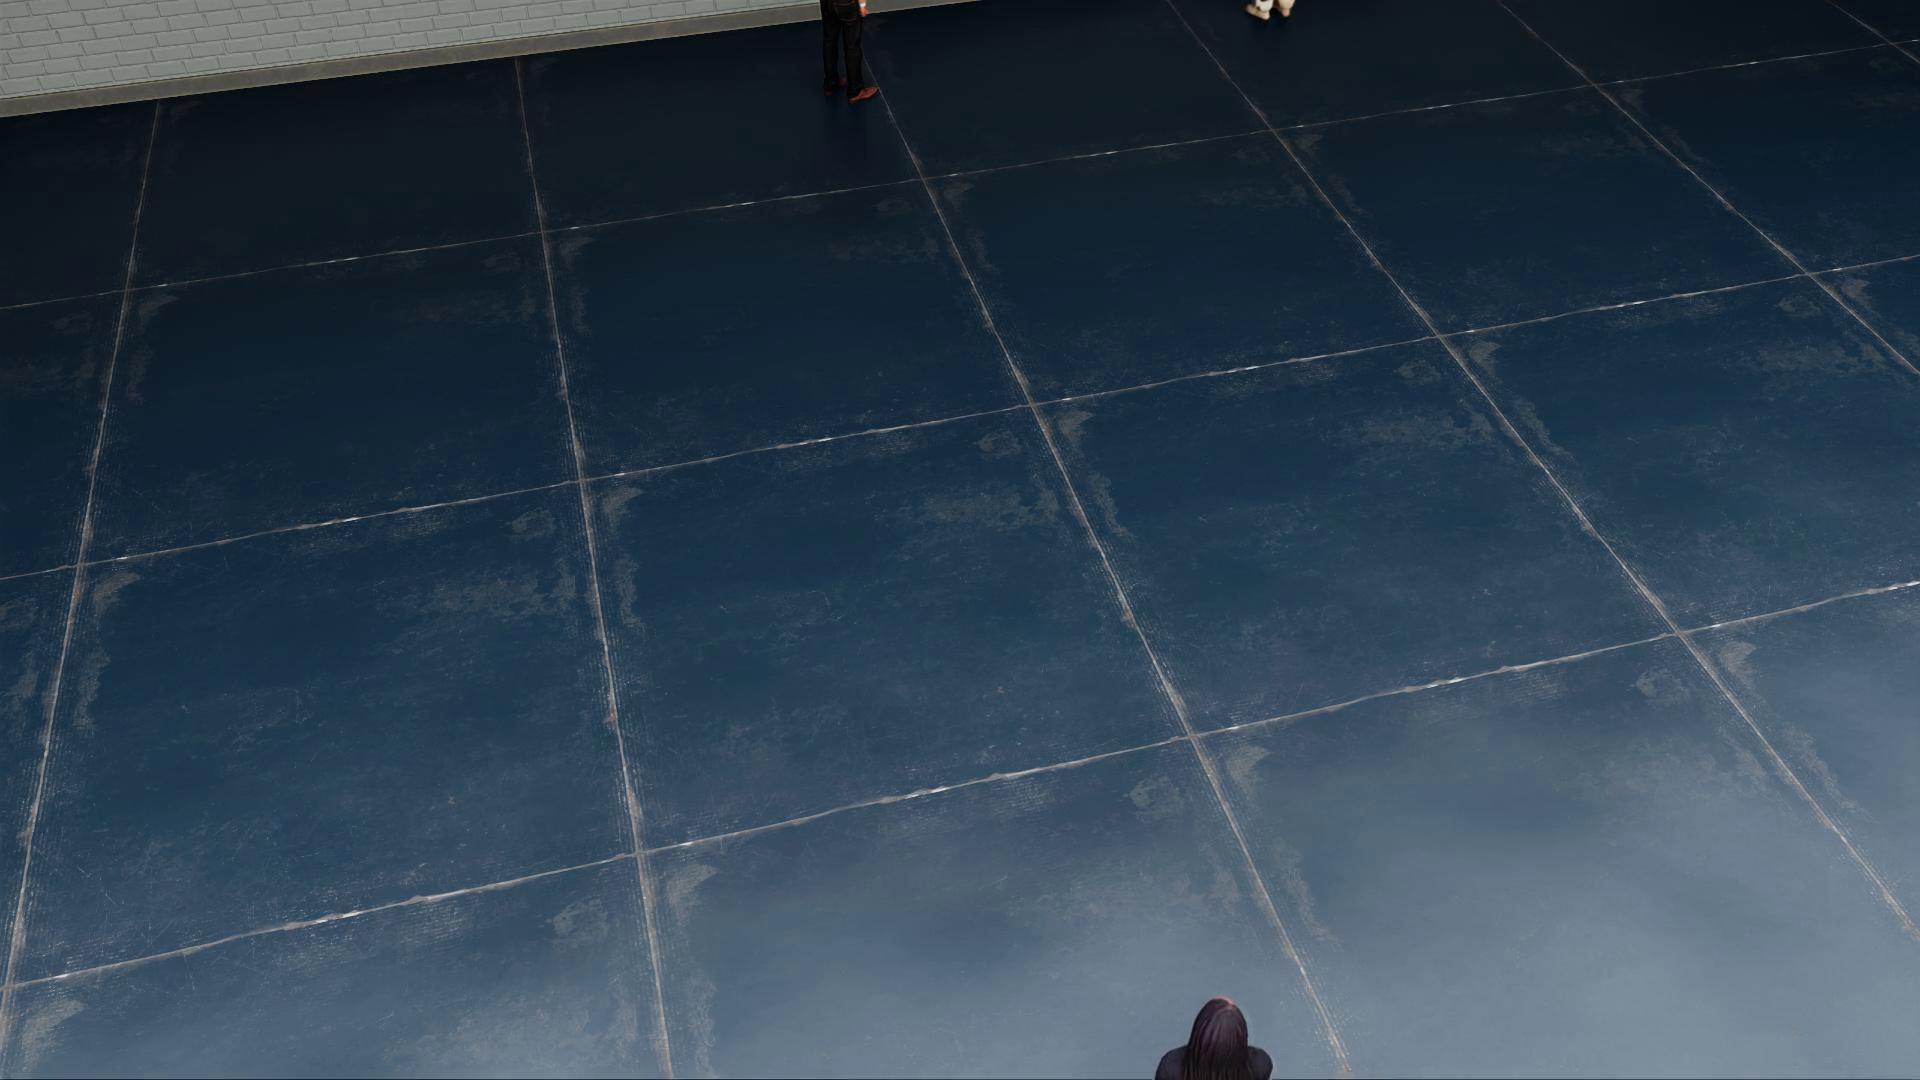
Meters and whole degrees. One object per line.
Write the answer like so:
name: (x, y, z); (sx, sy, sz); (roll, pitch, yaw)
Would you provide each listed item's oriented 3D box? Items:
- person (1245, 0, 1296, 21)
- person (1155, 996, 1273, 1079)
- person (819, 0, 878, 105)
person: (2.859, -5.498, 14.864); (0.619, 1.653, 0.590); (-15, 45, -15)
person: (0.942, 2.306, 6.451); (0.648, 1.727, 0.633); (-4, 43, -4)
person: (-0.984, -4.467, 13.686); (0.738, 1.754, 0.812); (24, 48, 24)
